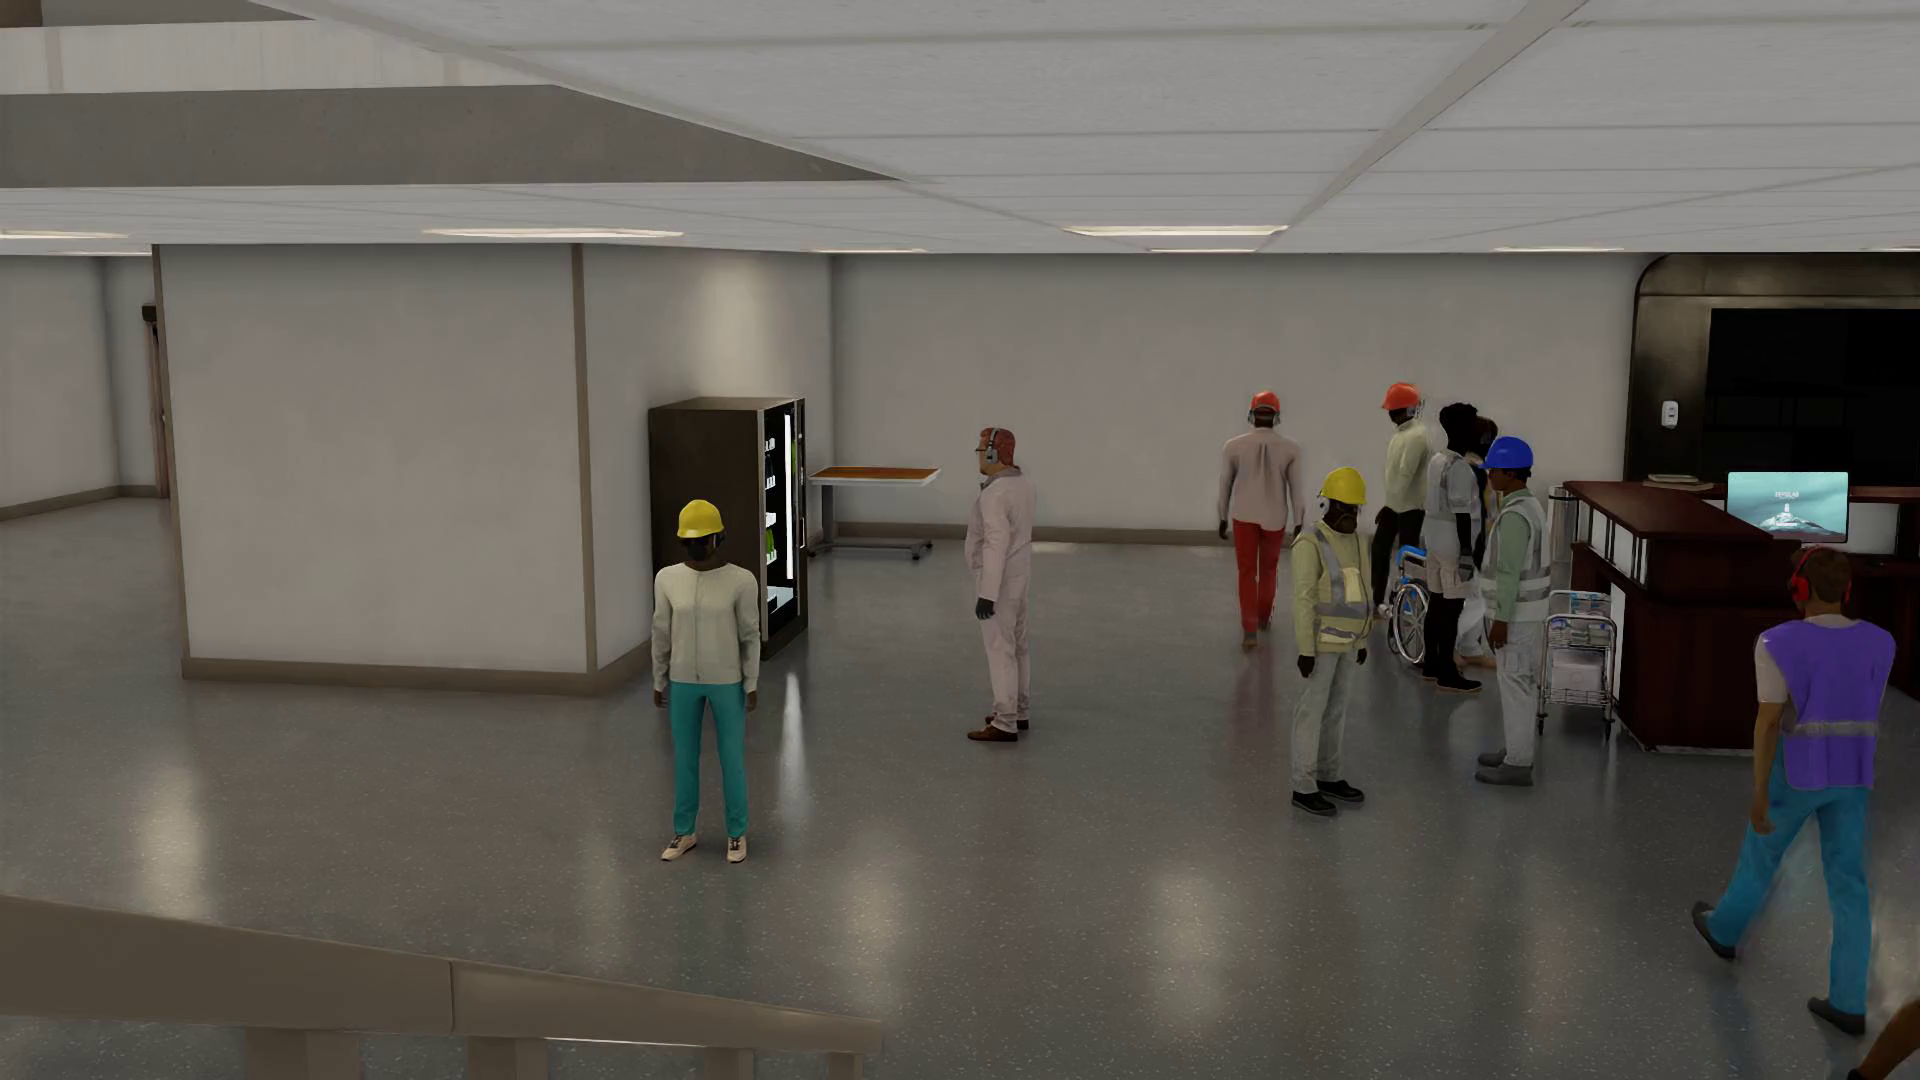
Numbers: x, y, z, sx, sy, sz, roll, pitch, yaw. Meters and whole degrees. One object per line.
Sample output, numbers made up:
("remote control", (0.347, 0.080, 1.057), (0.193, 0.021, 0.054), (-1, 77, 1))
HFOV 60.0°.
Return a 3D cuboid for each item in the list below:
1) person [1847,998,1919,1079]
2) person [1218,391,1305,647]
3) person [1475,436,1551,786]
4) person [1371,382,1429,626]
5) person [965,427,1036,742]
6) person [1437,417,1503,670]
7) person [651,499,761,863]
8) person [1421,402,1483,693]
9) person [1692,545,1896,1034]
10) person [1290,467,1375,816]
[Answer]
("person", (3.235, 1.091, 5.107), (1.011, 1.890, 0.542), (4, 10, 21))
("person", (2.303, -0.161, 12.739), (0.633, 1.941, 1.019), (1, 9, 5))
("person", (3.070, 0.388, 9.292), (0.421, 1.939, 0.600), (4, 10, 21))
("person", (3.508, -0.275, 13.264), (0.661, 1.957, 0.637), (0, 9, -2))
("person", (0.228, 0.267, 10.110), (0.401, 1.906, 0.650), (3, 10, 19))
("person", (3.643, 0.038, 11.827), (0.455, 1.817, 0.658), (3, 10, 18))
("person", (-1.224, 0.680, 7.992), (0.533, 1.768, 0.310), (1, 9, 6))
("person", (3.350, 0.044, 11.301), (0.367, 1.966, 0.606), (-1, 9, -4))
("person", (3.288, 0.913, 6.485), (0.583, 1.785, 0.987), (-1, 9, -4))
("person", (1.976, 0.519, 8.793), (0.404, 1.829, 0.591), (9, 13, 43))
